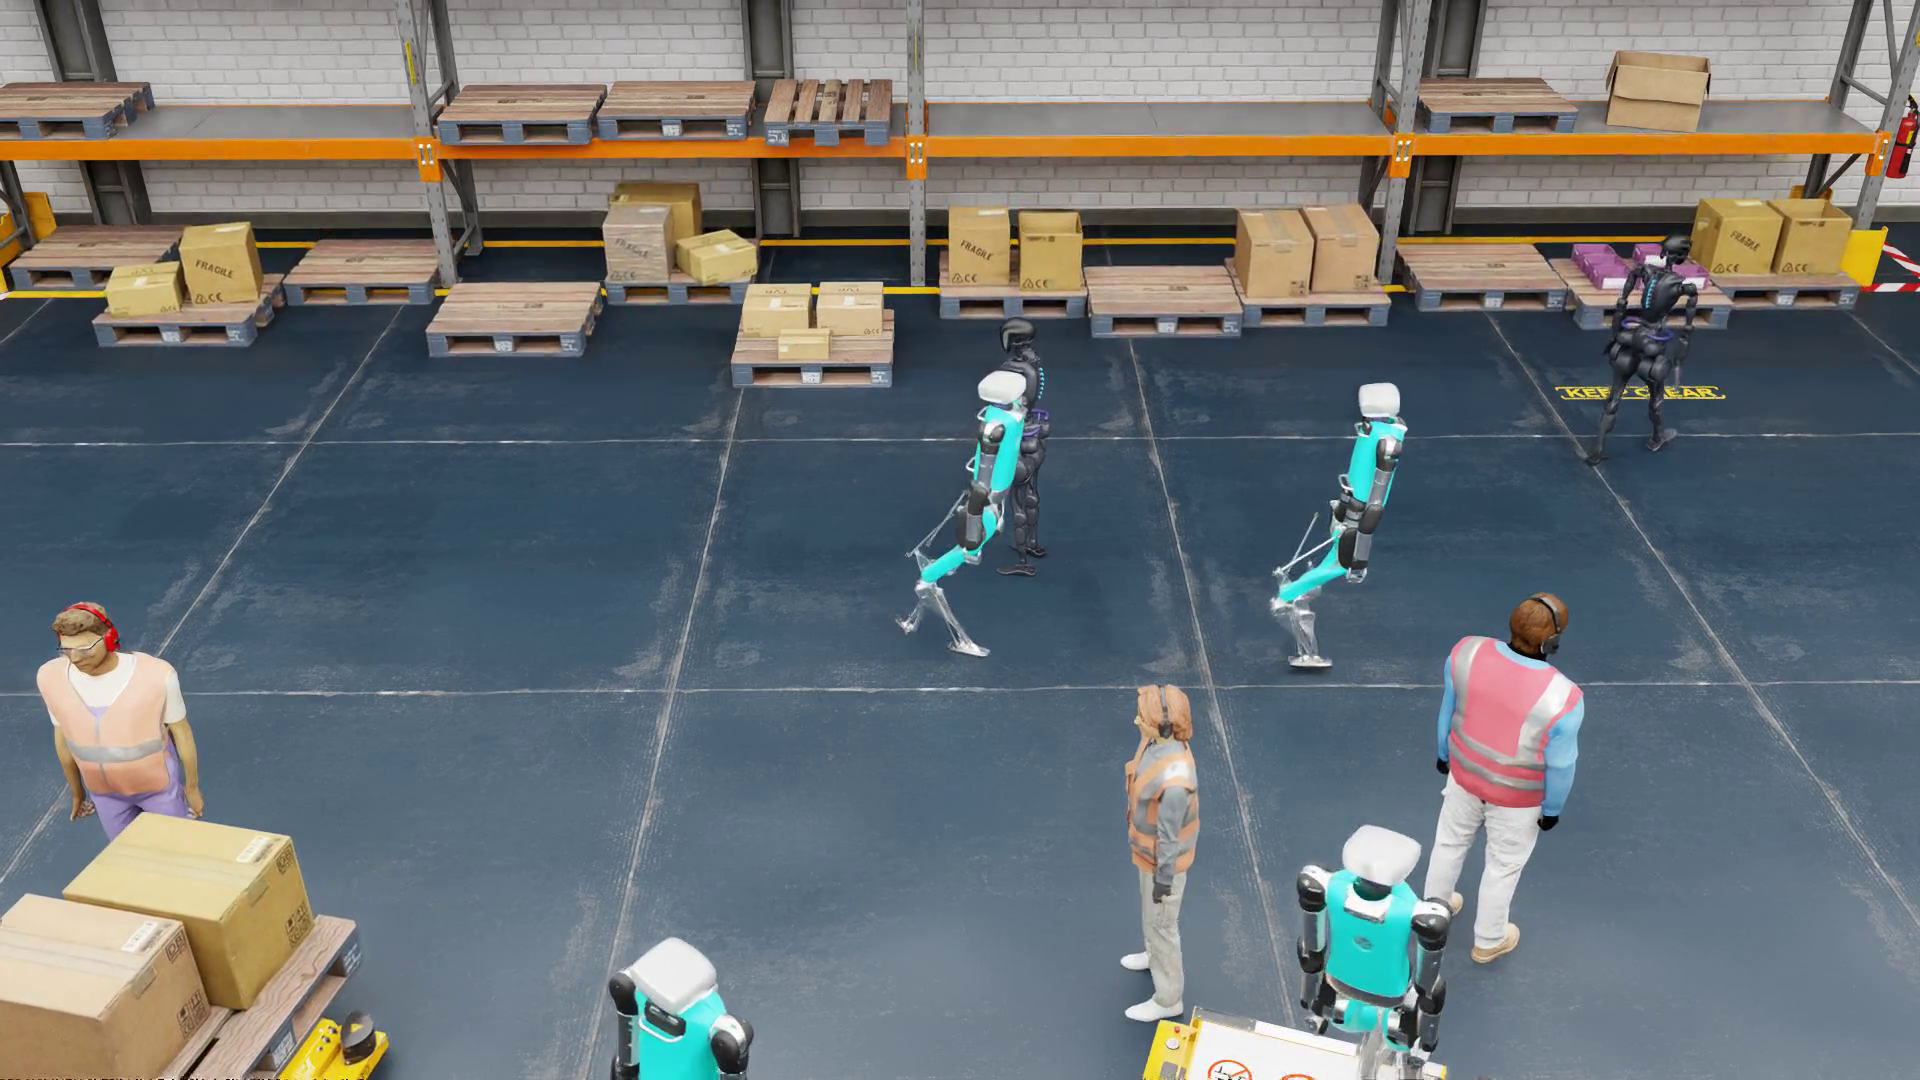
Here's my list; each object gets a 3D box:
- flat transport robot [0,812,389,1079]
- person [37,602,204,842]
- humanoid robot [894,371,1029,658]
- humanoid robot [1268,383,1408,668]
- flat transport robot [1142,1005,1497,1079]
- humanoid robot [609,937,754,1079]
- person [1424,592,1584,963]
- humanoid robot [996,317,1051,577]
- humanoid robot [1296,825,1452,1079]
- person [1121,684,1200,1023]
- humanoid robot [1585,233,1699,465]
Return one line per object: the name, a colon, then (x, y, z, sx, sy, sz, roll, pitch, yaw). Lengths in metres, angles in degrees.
flat transport robot: (-3.173, 2.146, 6.838, 1.431, 0.231, 0.659, 7, 32, 11)
person: (-3.535, 1.039, 7.149, 0.563, 1.847, 0.388, -2, 31, -3)
humanoid robot: (-0.068, -0.102, 9.238, 0.869, 1.856, 0.559, 10, 33, 17)
humanoid robot: (1.944, 0.030, 9.020, 0.750, 1.869, 0.542, 1, 31, 2)
flat transport robot: (1.426, 2.291, 6.596, 1.431, 0.231, 0.659, 10, 32, 16)
humanoid robot: (-1.025, 2.135, 5.448, 0.557, 1.733, 1.045, 18, 35, 27)
person: (2.339, 1.022, 7.197, 0.431, 1.838, 0.628, -26, 40, -36)
humanoid robot: (0.355, -0.561, 9.966, 0.315, 1.655, 0.599, 12, 33, 19)
humanoid robot: (1.581, 1.669, 6.212, 0.602, 1.789, 0.813, 16, 35, 25)
person: (0.833, 1.285, 6.948, 0.313, 1.628, 0.519, -1, 31, -2)
humanoid robot: (4.657, -1.312, 11.260, 0.758, 1.630, 0.601, -21, 37, -31)
